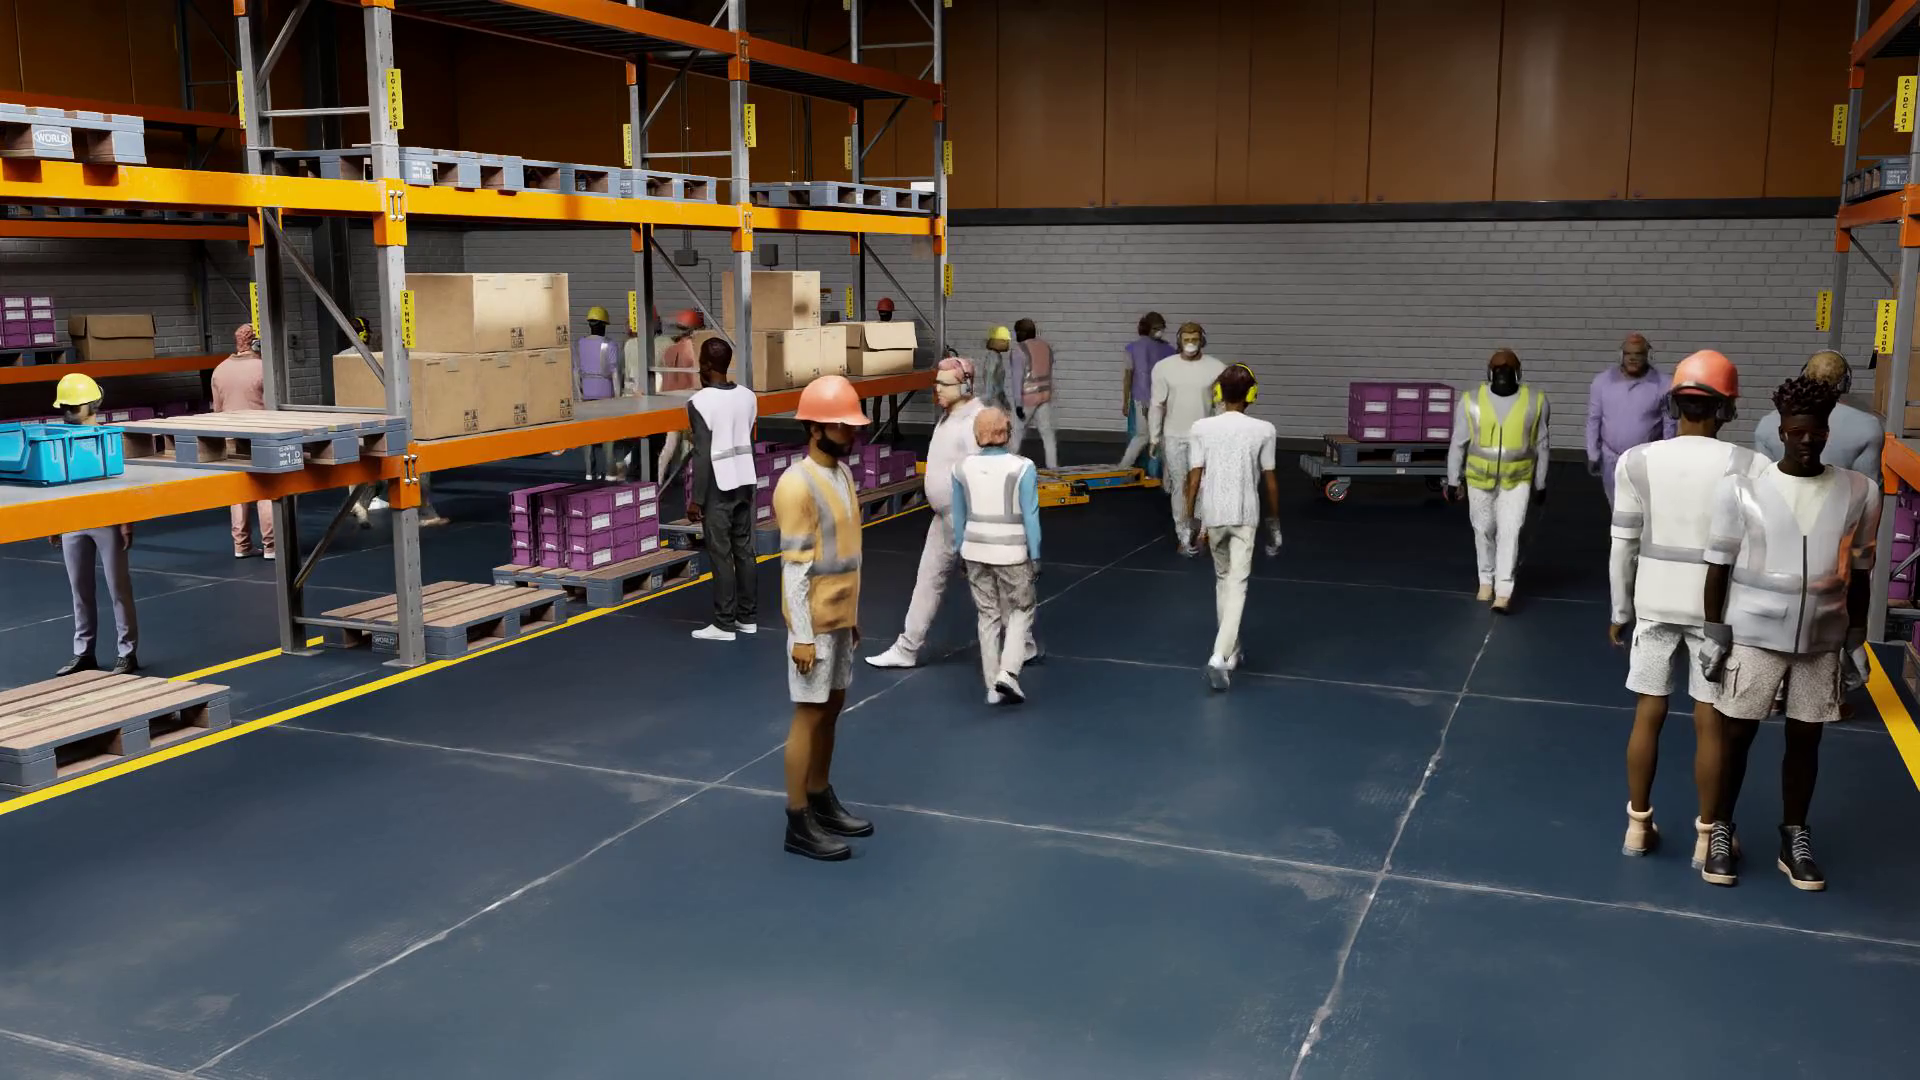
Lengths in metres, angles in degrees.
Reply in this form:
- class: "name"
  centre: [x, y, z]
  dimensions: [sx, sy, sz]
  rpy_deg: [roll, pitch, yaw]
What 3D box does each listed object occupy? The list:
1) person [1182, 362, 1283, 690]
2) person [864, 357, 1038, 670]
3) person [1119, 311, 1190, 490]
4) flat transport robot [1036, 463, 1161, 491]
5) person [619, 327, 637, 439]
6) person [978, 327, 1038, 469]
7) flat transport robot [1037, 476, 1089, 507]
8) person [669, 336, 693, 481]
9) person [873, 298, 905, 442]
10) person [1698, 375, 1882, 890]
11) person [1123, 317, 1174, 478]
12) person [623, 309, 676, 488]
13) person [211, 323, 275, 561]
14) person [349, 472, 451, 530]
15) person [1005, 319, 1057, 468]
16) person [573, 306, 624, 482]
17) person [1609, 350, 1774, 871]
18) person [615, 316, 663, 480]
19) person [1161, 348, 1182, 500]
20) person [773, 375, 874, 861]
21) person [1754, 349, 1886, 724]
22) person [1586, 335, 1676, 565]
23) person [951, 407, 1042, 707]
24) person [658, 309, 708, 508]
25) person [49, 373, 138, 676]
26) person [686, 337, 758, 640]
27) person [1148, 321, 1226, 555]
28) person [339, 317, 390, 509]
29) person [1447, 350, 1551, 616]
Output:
- class: "person"
  centre: [1.544, -0.090, 9.468]
  dimensions: [0.550, 1.832, 0.925]
  rpy_deg: [4, 10, 22]
- class: "person"
  centre: [-0.005, -0.134, 9.660]
  dimensions: [1.015, 1.850, 0.650]
  rpy_deg: [-3, 10, -18]
- class: "person"
  centre: [2.060, -1.467, 17.605]
  dimensions: [0.655, 1.903, 0.676]
  rpy_deg: [6, 11, 33]
- class: "flat transport robot"
  centre: [1.354, -0.652, 17.541]
  dimensions: [1.431, 0.197, 0.652]
  rpy_deg: [-6, 11, -32]
- class: "person"
  centre: [-4.431, -2.187, 22.862]
  dimensions: [0.557, 1.592, 0.879]
  rpy_deg: [0, 9, 1]
- class: "person"
  centre: [0.390, -1.538, 18.627]
  dimensions: [0.936, 1.683, 0.494]
  rpy_deg: [-1, 9, -8]
- class: "flat transport robot"
  centre: [0.621, -0.526, 16.777]
  dimensions: [0.652, 0.197, 1.431]
  rpy_deg: [-6, 11, -32]
- class: "person"
  centre: [-3.072, -1.424, 18.207]
  dimensions: [0.512, 1.590, 0.825]
  rpy_deg: [3, 10, 20]
- class: "person"
  centre: [-1.003, -2.291, 22.433]
  dimensions: [0.546, 1.939, 0.375]
  rpy_deg: [3, 10, 17]
- class: "person"
  centre: [3.132, 0.355, 6.311]
  dimensions: [0.612, 1.964, 0.364]
  rpy_deg: [2, 10, 11]
- class: "person"
  centre: [2.024, -1.522, 18.103]
  dimensions: [0.605, 1.818, 0.660]
  rpy_deg: [-2, 10, -11]
- class: "person"
  centre: [-3.238, -1.454, 17.290]
  dimensions: [0.627, 1.953, 0.947]
  rpy_deg: [1, 9, 7]
- class: "person"
  centre: [-5.671, -0.786, 13.413]
  dimensions: [0.645, 1.907, 0.400]
  rpy_deg: [4, 10, 21]
- class: "person"
  centre: [-5.064, -0.976, 14.874]
  dimensions: [0.855, 1.817, 0.512]
  rpy_deg: [-8, 12, -40]
- class: "person"
  centre: [0.745, -1.522, 18.227]
  dimensions: [0.652, 1.779, 0.965]
  rpy_deg: [-8, 12, -39]
- class: "person"
  centre: [-3.951, -1.592, 18.243]
  dimensions: [0.586, 1.925, 0.369]
  rpy_deg: [3, 10, 20]
- class: "person"
  centre: [2.884, 0.275, 6.583]
  dimensions: [0.623, 2.040, 0.391]
  rpy_deg: [7, 12, 38]
- class: "person"
  centre: [-3.389, -1.454, 17.599]
  dimensions: [0.607, 1.865, 0.591]
  rpy_deg: [-9, 13, -42]
- class: "person"
  centre: [2.220, -1.205, 16.892]
  dimensions: [0.561, 1.584, 0.864]
  rpy_deg: [1, 9, 8]
- class: "person"
  centre: [-0.524, 0.305, 6.705]
  dimensions: [0.373, 1.934, 0.551]
  rpy_deg: [3, 10, 17]
- class: "person"
  centre: [4.445, -0.017, 8.658]
  dimensions: [0.627, 1.939, 0.371]
  rpy_deg: [8, 12, 41]
- class: "person"
  centre: [5.177, -0.660, 12.854]
  dimensions: [0.631, 1.851, 0.997]
  rpy_deg: [6, 11, 33]
- class: "person"
  centre: [0.211, 0.097, 8.925]
  dimensions: [0.553, 1.614, 0.362]
  rpy_deg: [5, 10, 26]
- class: "person"
  centre: [-2.692, -1.280, 16.311]
  dimensions: [0.620, 1.954, 1.013]
  rpy_deg: [7, 12, 38]
- class: "person"
  centre: [-5.005, -0.080, 9.581]
  dimensions: [0.523, 1.760, 0.327]
  rpy_deg: [1, 9, 5]
- class: "person"
  centre: [-1.494, -0.319, 10.542]
  dimensions: [0.396, 1.919, 0.590]
  rpy_deg: [6, 11, 31]
- class: "person"
  centre: [1.846, -0.816, 13.536]
  dimensions: [0.647, 1.919, 0.574]
  rpy_deg: [2, 9, 9]
- class: "person"
  centre: [-5.815, -1.229, 16.208]
  dimensions: [0.514, 1.872, 0.328]
  rpy_deg: [5, 11, 29]
- class: "person"
  centre: [3.703, -0.406, 11.469]
  dimensions: [0.662, 1.791, 0.955]
  rpy_deg: [4, 10, 21]
